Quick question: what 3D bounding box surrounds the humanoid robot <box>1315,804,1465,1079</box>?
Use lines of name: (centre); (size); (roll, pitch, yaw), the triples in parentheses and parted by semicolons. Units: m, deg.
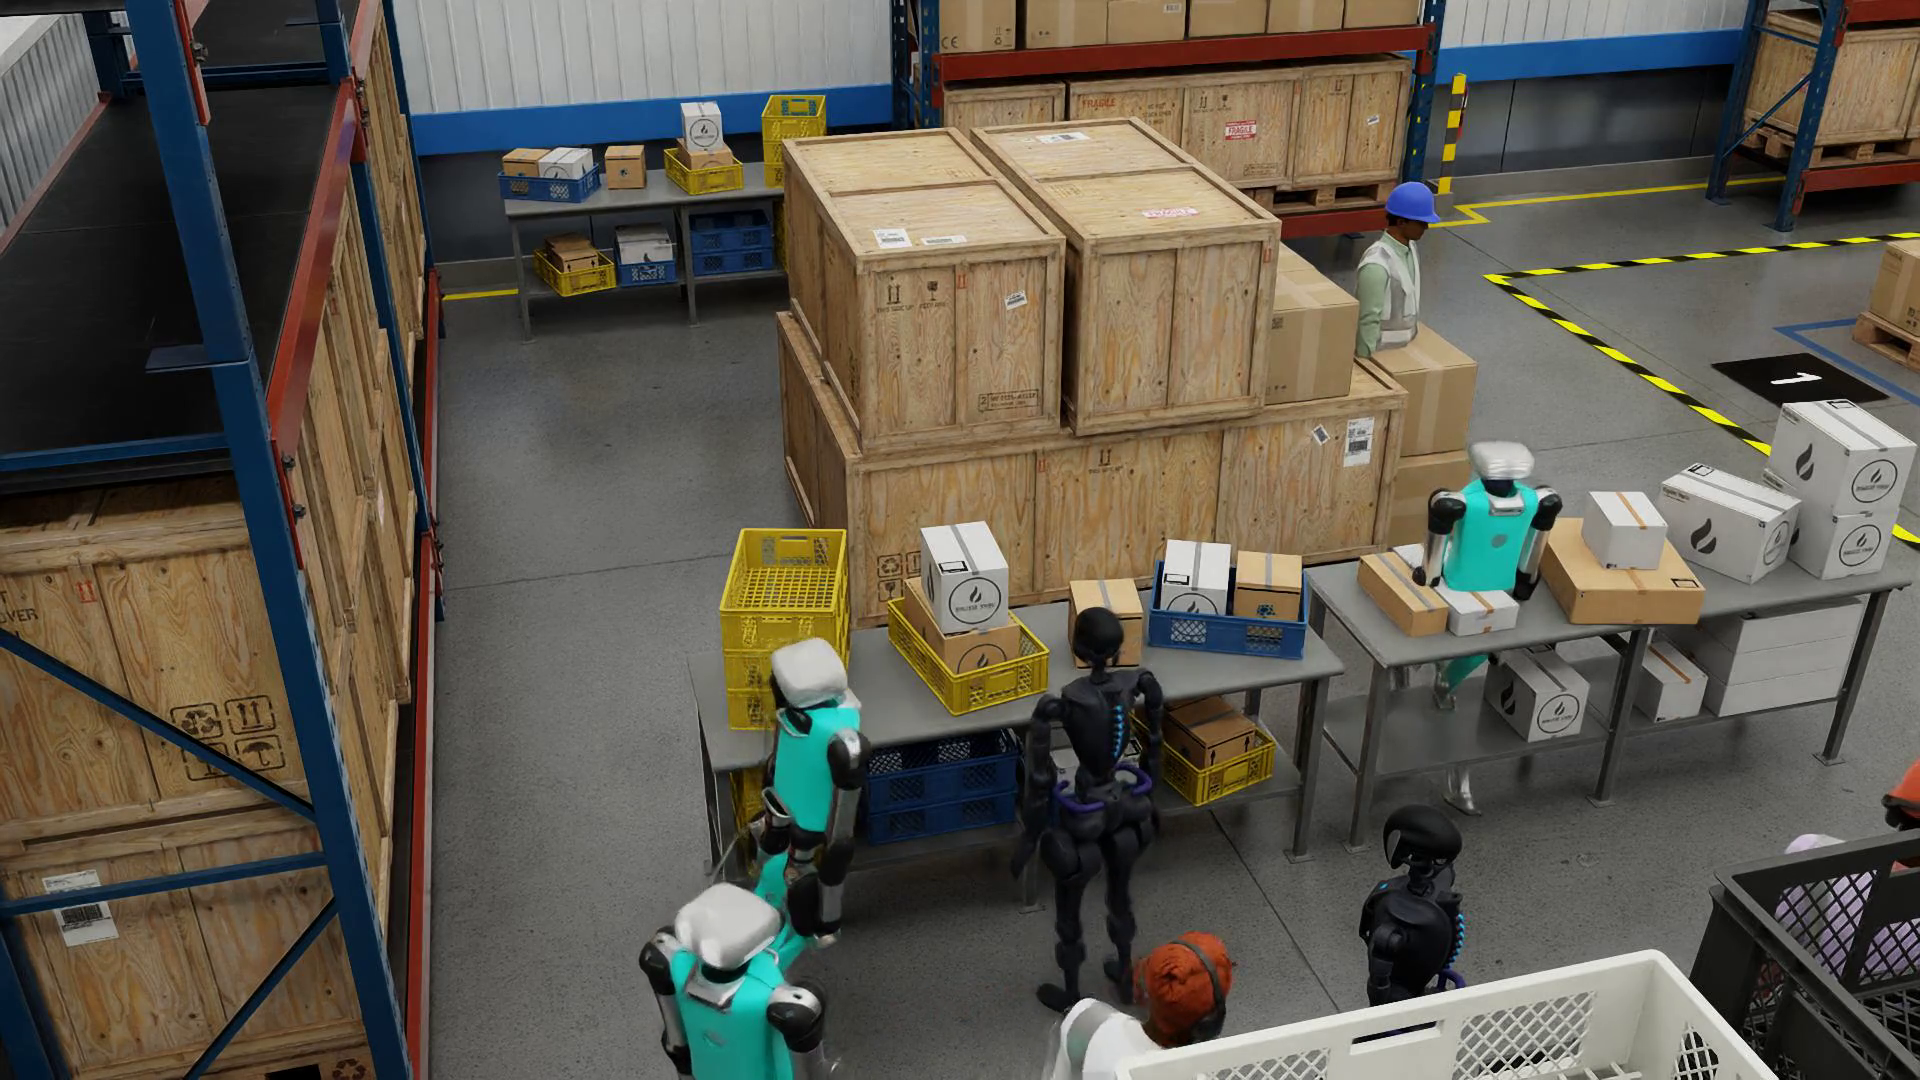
humanoid robot: (1.295, 1.481, 4.954); (0.315, 1.657, 0.599); (19, 34, 30)

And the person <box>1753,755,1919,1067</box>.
person: (2.513, 1.429, 4.700); (0.609, 2.033, 0.401); (24, 37, 37)

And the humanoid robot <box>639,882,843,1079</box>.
humanoid robot: (-0.462, 1.567, 4.779); (0.531, 1.747, 1.010); (14, 32, 24)

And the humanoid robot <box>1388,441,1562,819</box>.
humanoid robot: (2.075, 0.294, 7.081); (0.542, 1.741, 1.024); (-4, 29, -6)

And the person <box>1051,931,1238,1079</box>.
person: (0.453, 1.765, 4.282); (0.932, 1.836, 0.615); (-23, 36, -35)

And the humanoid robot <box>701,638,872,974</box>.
humanoid robot: (-0.729, 1.217, 5.472); (0.860, 1.868, 0.568); (-13, 31, -22)

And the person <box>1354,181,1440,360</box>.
person: (2.367, -1.055, 9.306); (0.411, 1.939, 0.602); (18, 33, 29)

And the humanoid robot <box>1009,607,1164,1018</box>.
humanoid robot: (0.468, 0.990, 5.862); (0.615, 1.659, 0.308); (-15, 32, -26)
